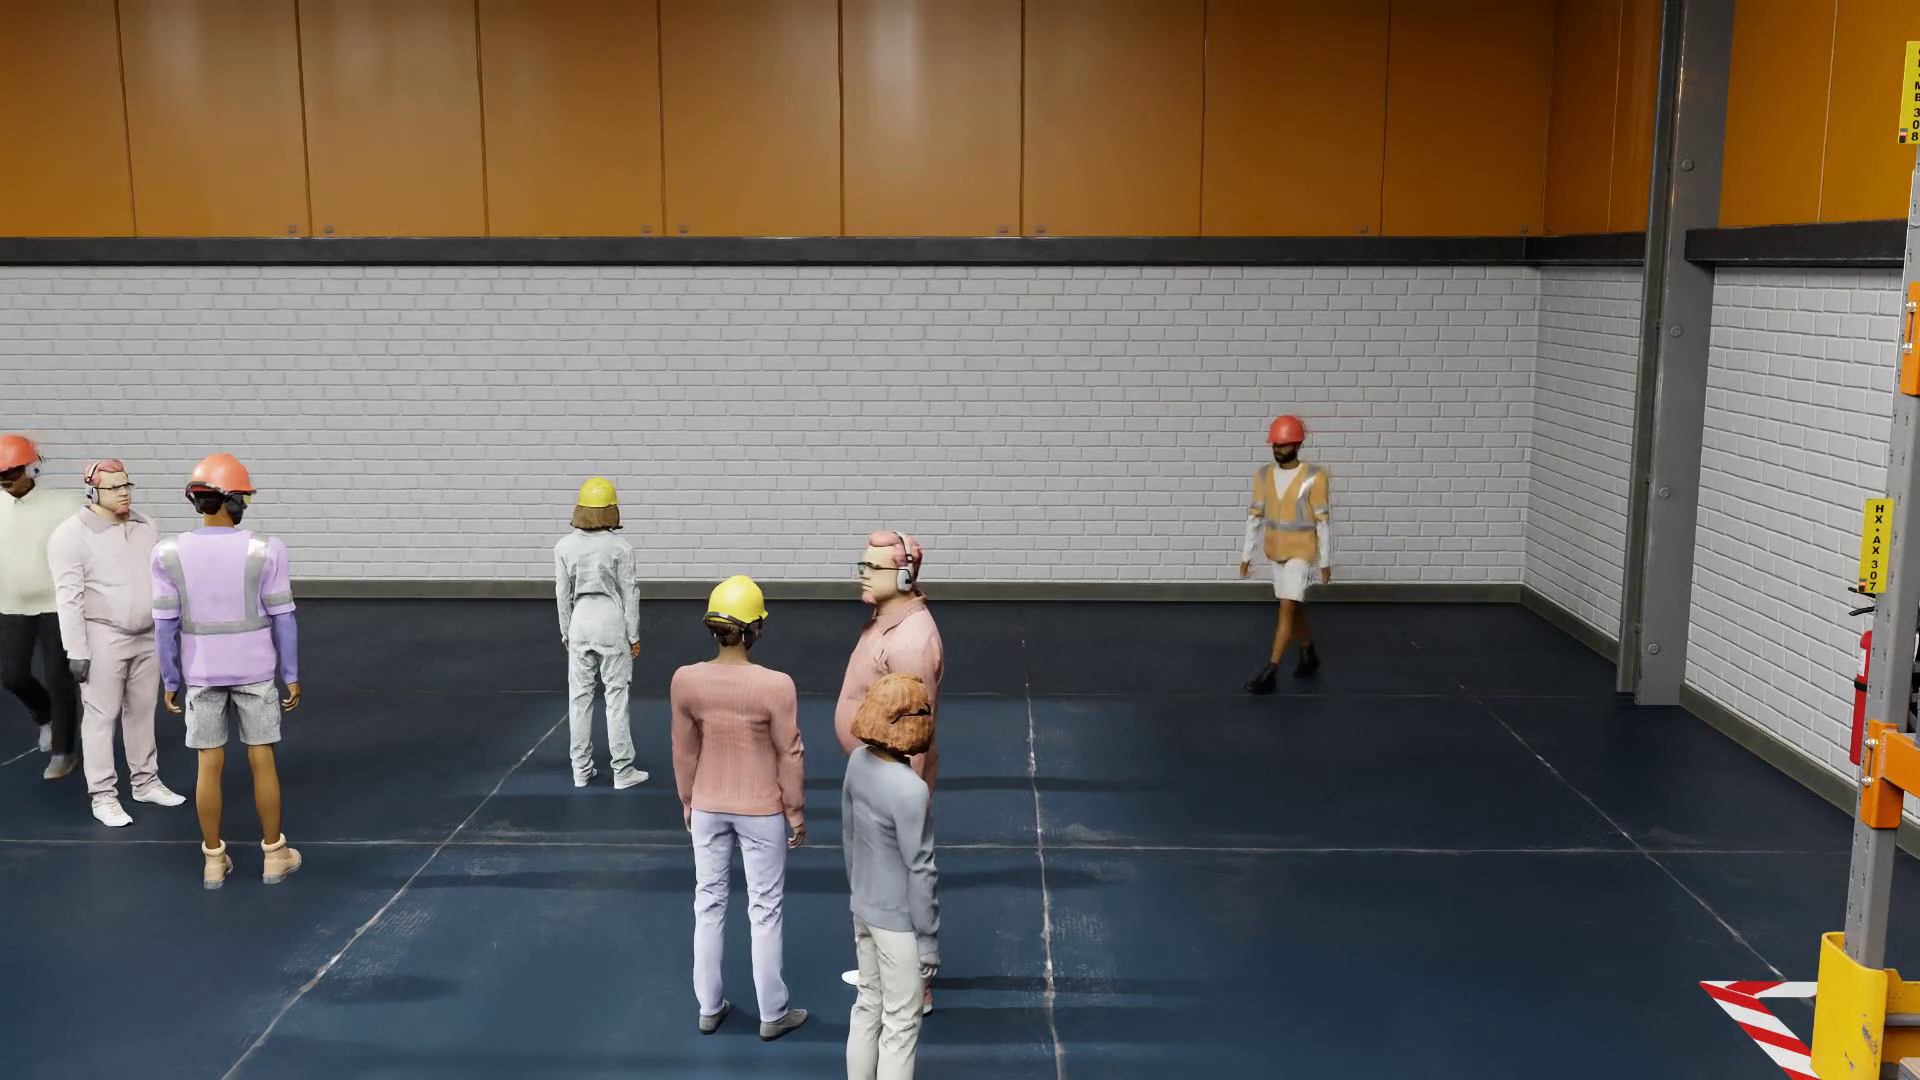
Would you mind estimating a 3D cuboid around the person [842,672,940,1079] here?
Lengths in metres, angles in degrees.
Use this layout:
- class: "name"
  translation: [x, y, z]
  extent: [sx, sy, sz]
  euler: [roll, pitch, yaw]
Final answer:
- class: "person"
  translation: [-0.209, 1.223, 5.361]
  extent: [0.266, 1.632, 0.509]
  euler: [-5, 11, -29]

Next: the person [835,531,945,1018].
- class: "person"
  translation: [-0.277, 0.905, 6.441]
  extent: [0.410, 1.913, 0.640]
  euler: [-2, 10, -10]

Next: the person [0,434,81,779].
- class: "person"
  translation: [-5.264, 0.365, 9.515]
  extent: [0.636, 1.975, 0.535]
  euler: [-1, 10, -8]

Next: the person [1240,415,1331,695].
- class: "person"
  translation: [2.262, 0.082, 11.440]
  extent: [0.563, 1.892, 0.978]
  euler: [9, 13, 43]

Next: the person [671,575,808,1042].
- class: "person"
  translation: [-0.824, 1.008, 6.255]
  extent: [0.525, 1.769, 0.308]
  euler: [3, 10, 16]

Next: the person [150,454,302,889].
- class: "person"
  translation: [-3.419, 0.613, 7.806]
  extent: [0.615, 2.036, 0.388]
  euler: [-2, 10, -11]

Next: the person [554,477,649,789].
- class: "person"
  translation: [-1.996, 0.518, 9.260]
  extent: [0.488, 1.744, 0.295]
  euler: [2, 10, 13]

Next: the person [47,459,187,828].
- class: "person"
  translation: [-4.398, 0.525, 8.730]
  extent: [0.408, 1.908, 0.646]
  euler: [3, 10, 19]
